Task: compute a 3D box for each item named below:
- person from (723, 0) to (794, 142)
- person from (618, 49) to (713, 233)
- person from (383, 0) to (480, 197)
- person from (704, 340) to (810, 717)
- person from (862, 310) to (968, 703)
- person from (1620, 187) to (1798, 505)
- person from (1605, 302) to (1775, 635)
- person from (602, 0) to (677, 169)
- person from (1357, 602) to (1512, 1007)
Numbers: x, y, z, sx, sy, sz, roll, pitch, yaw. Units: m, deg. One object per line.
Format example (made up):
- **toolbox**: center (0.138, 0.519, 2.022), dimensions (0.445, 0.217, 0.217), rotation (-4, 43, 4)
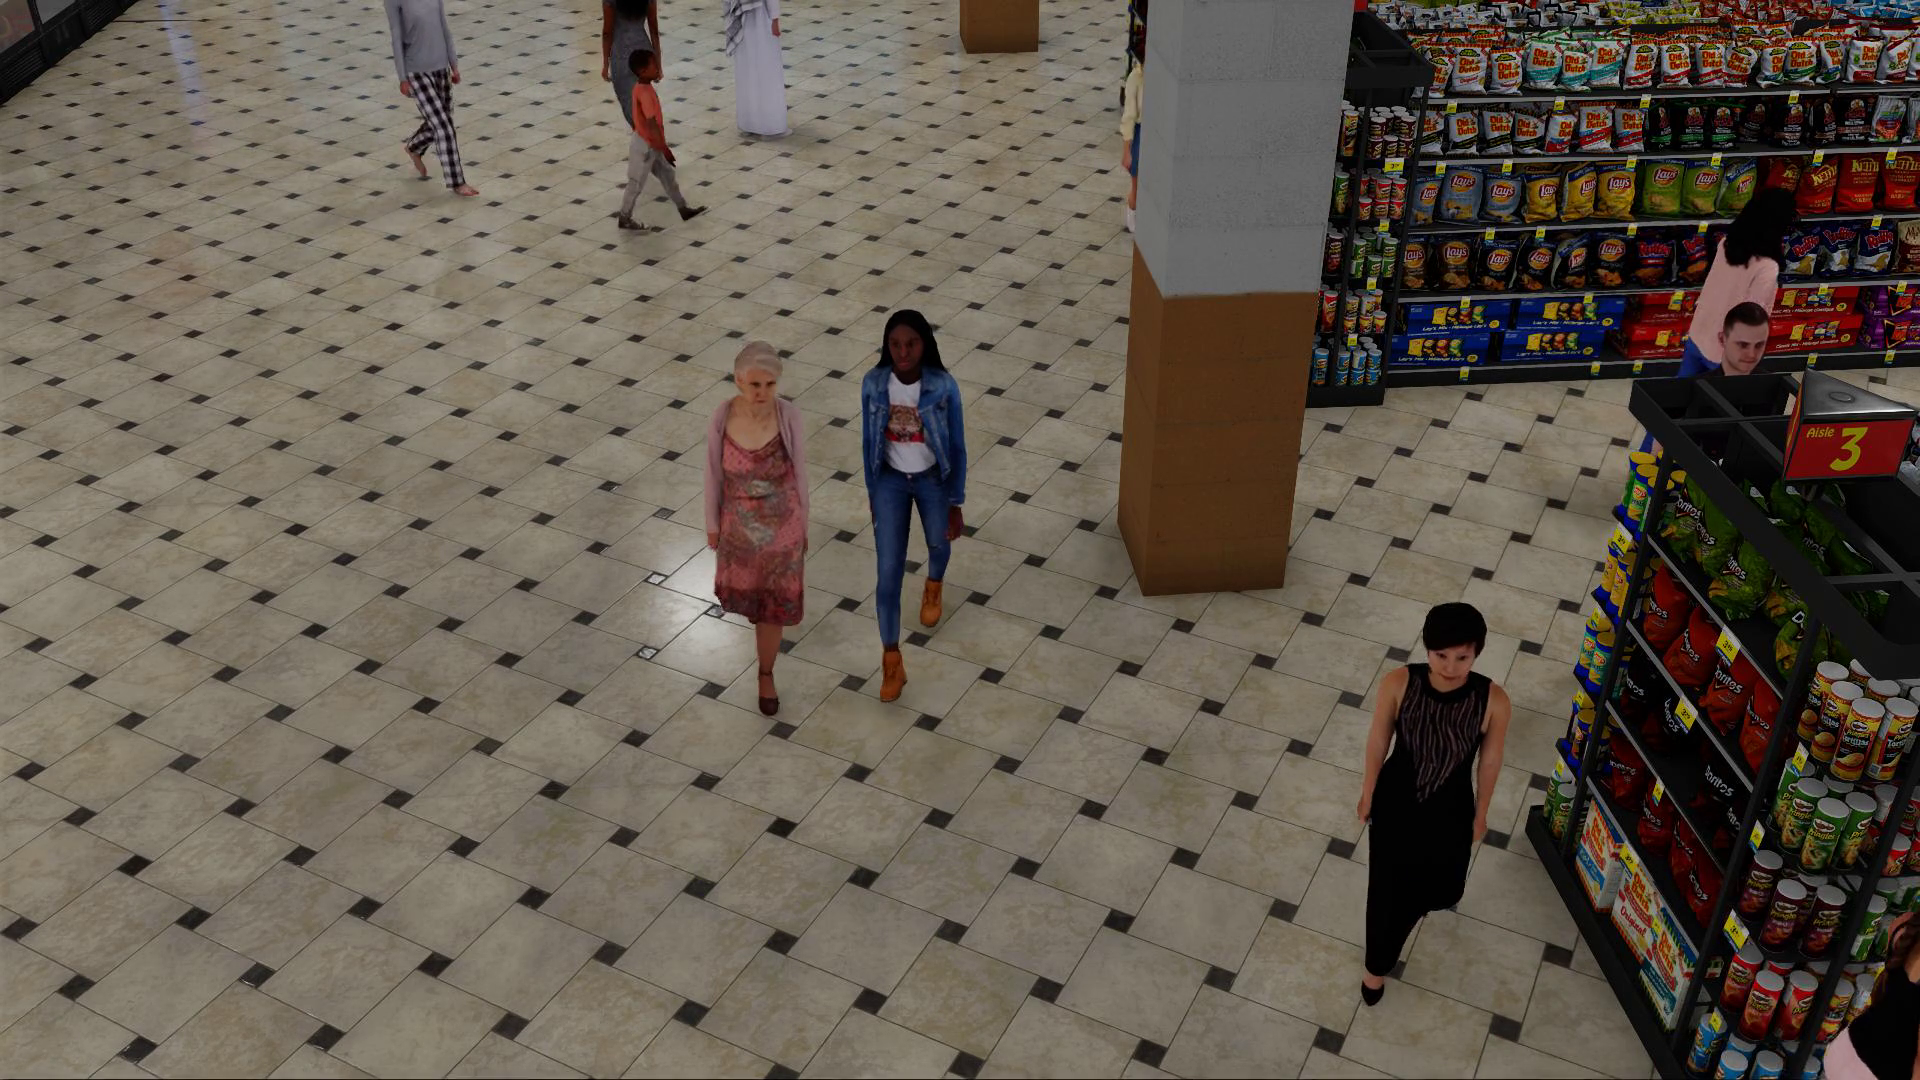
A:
- **person**: center (-1.670, -4.209, 13.417), dimensions (0.788, 1.927, 0.858), rotation (21, 38, 30)
- **person**: center (-2.273, -2.784, 11.740), dimensions (0.882, 1.278, 0.503), rotation (-2, 32, -3)
- **person**: center (-4.016, -3.503, 12.388), dimensions (1.159, 1.815, 1.064), rotation (21, 38, 30)
- **person**: center (-0.846, -0.106, 7.062), dimensions (0.886, 1.673, 0.686), rotation (1, 32, 2)
- **person**: center (-0.179, -0.224, 7.260), dimensions (1.144, 1.665, 0.826), rotation (4, 32, 6)
- **person**: center (3.700, -0.895, 8.292), dimensions (1.143, 1.715, 0.725), rotation (-6, 32, -9)
- **person**: center (3.094, -0.154, 6.981), dimensions (0.500, 1.841, 0.727), rotation (-3, 32, -4)
- **person**: center (-2.399, -3.489, 12.424), dimensions (1.054, 1.753, 1.034), rotation (-25, 40, -34)
- **person**: center (1.572, 0.842, 5.615), dimensions (0.811, 1.592, 0.803), rotation (9, 33, 14)
